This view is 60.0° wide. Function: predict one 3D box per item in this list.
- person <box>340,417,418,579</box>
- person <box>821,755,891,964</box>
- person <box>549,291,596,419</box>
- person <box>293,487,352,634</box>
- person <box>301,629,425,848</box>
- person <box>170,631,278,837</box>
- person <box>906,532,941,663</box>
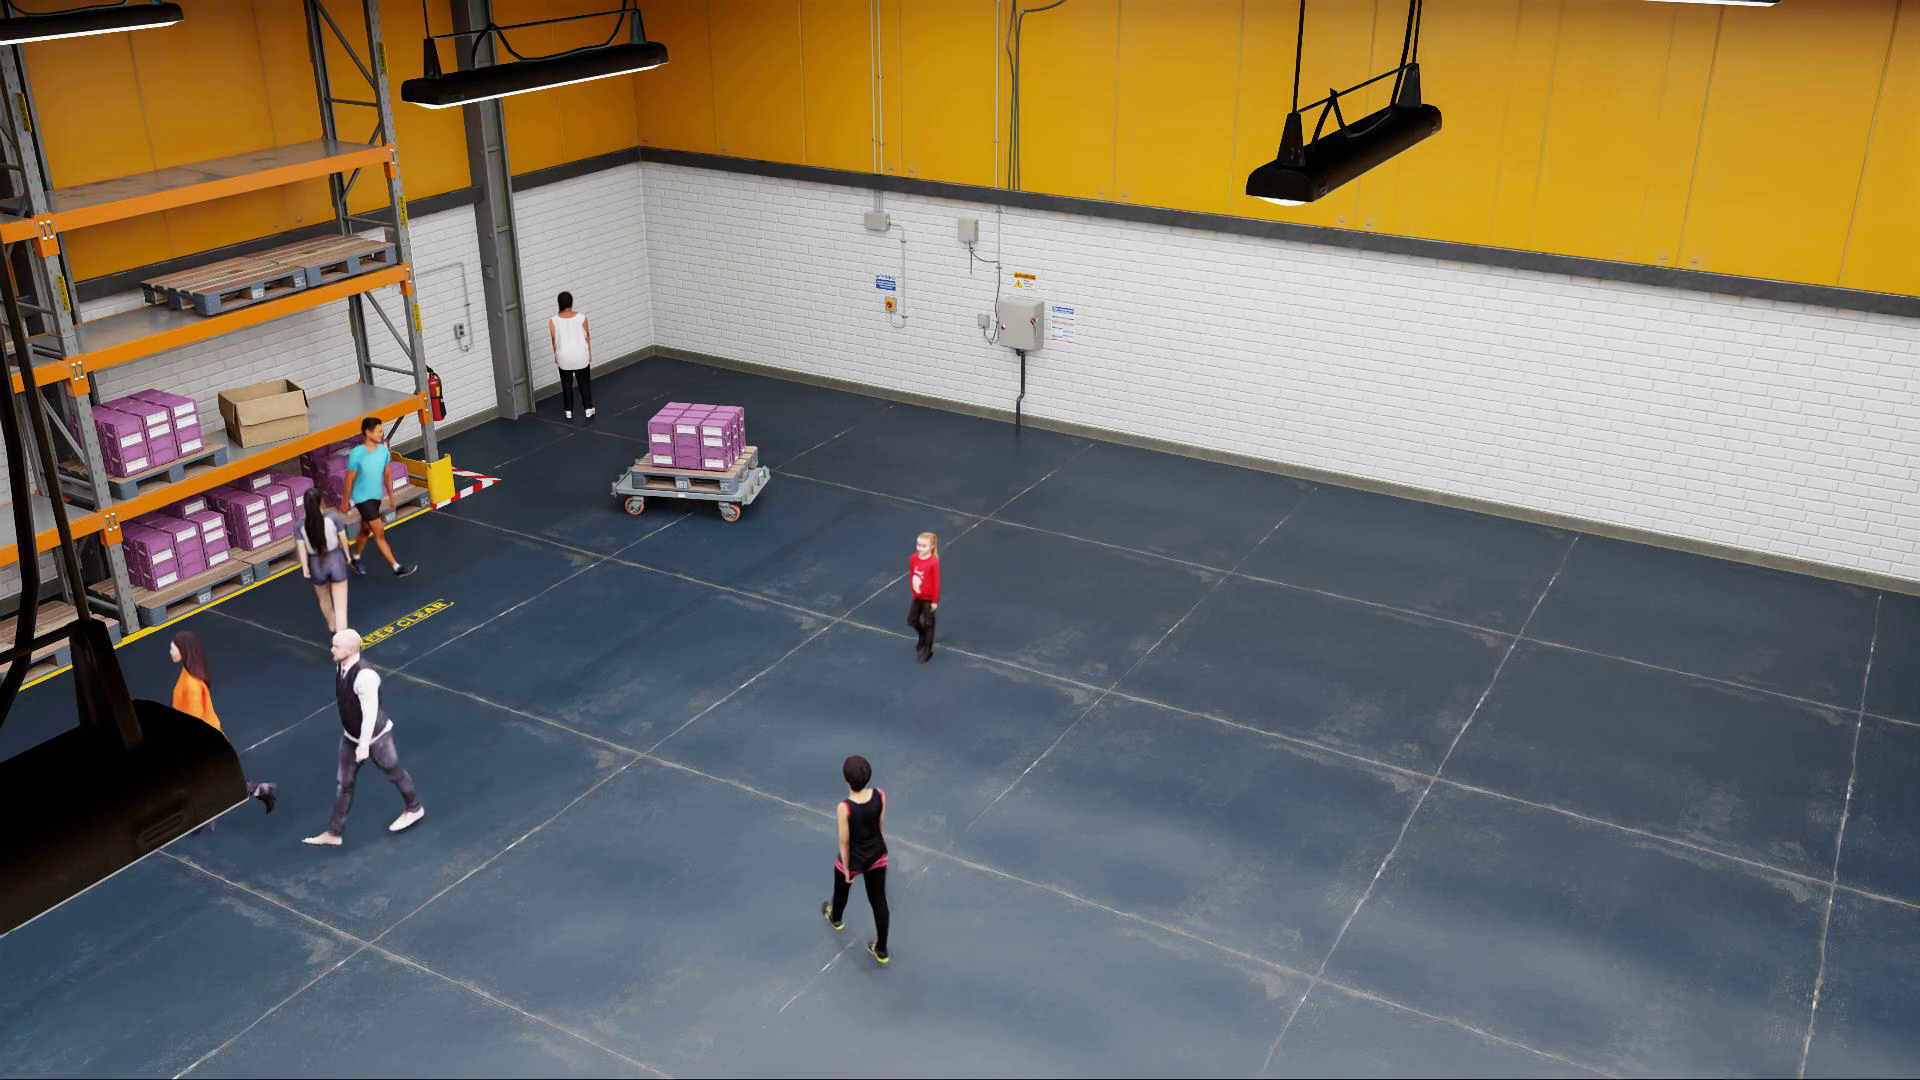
[{"bbox_3d":[-6.176,-0.411,17.156,0.776,1.723,1.047,16,28,32],"label":"person"},{"bbox_3d":[-0.634,2.215,11.403,0.971,1.520,0.911,-12,26,-25],"label":"person"},{"bbox_3d":[-5.094,-2.443,21.843,0.763,1.691,0.799,-3,24,-6],"label":"person"},{"bbox_3d":[-5.931,0.323,15.626,1.034,1.604,1.107,-6,24,-13],"label":"person"},{"bbox_3d":[-4.448,1.492,12.734,0.909,1.778,1.252,21,31,40],"label":"person"},{"bbox_3d":[-5.749,1.497,12.780,1.071,1.732,0.913,-12,26,-26],"label":"person"},{"bbox_3d":[-0.298,0.512,15.607,0.486,1.273,0.544,13,27,27],"label":"person"}]
